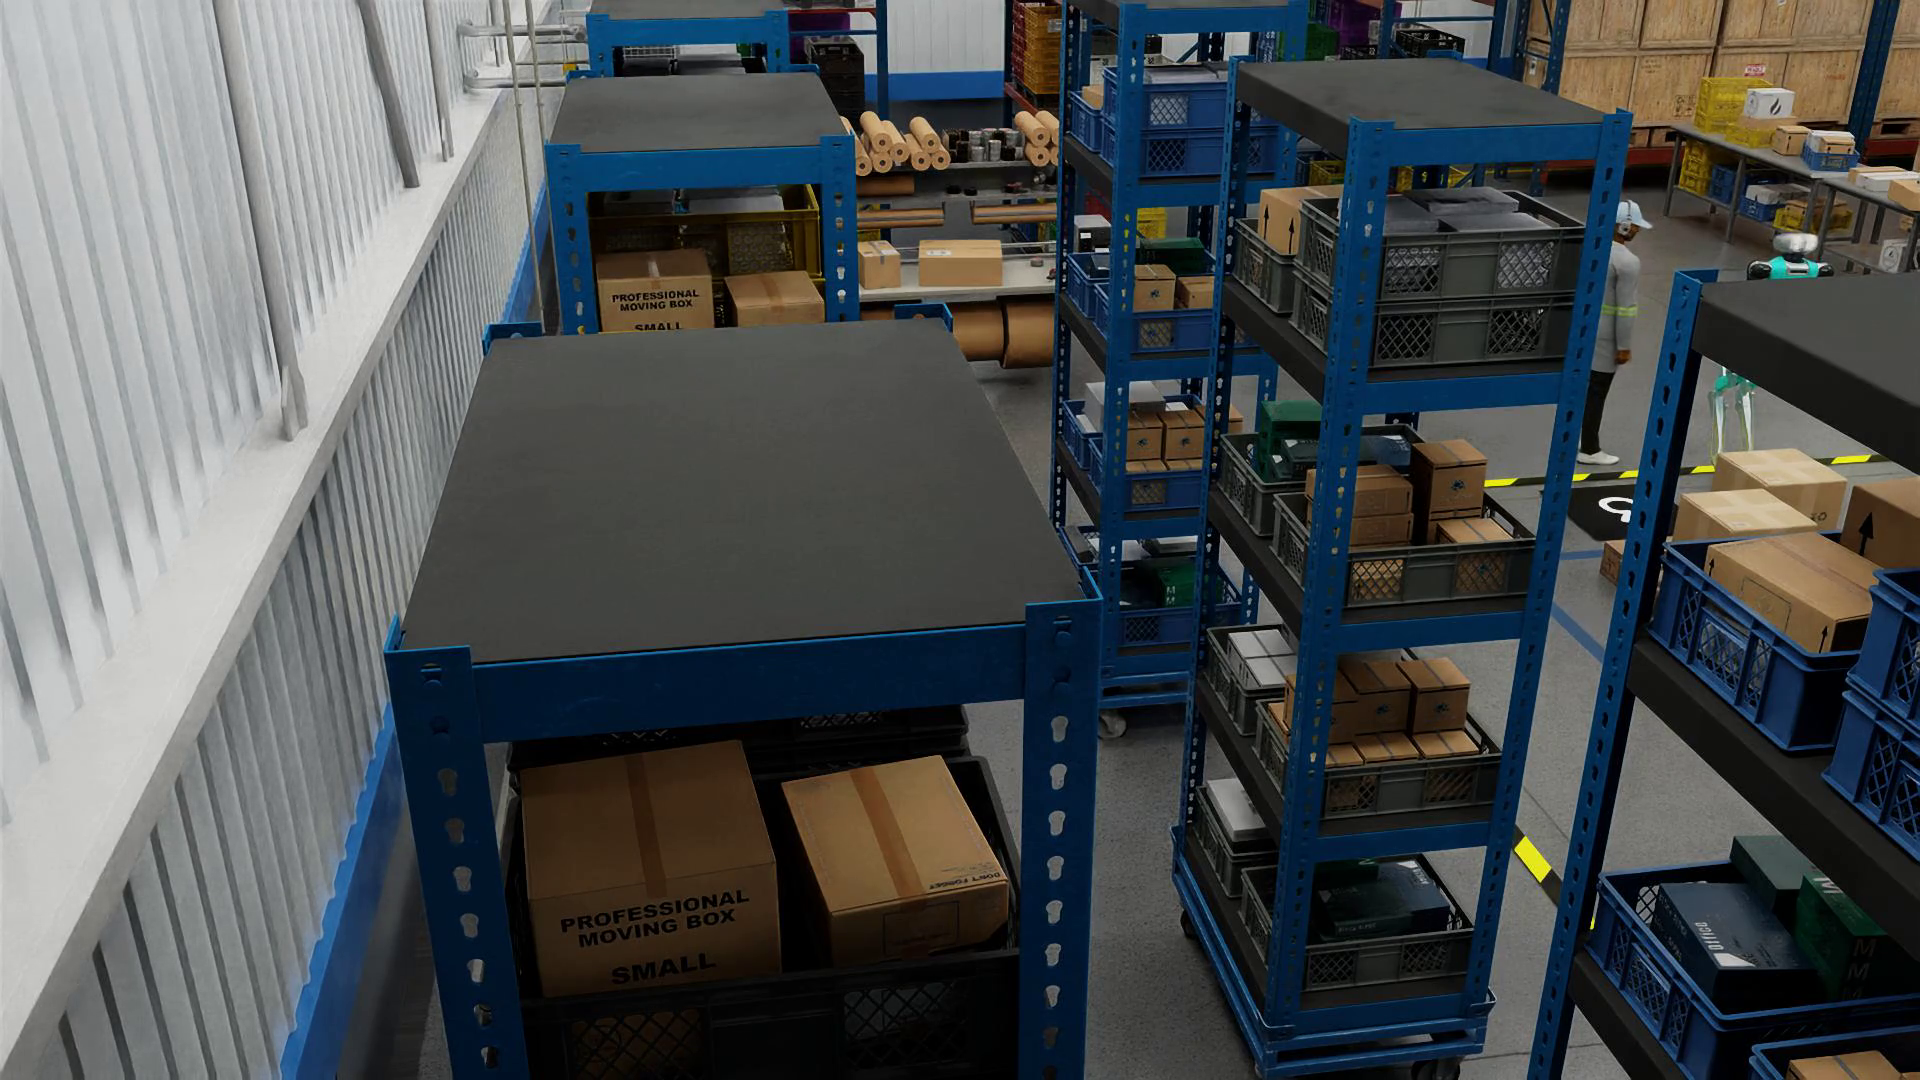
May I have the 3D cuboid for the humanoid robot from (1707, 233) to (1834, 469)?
[{"bbox_3d":[5.366,-1.303,11.208,0.533,1.681,0.735,1,25,2],"label":"humanoid robot"}]

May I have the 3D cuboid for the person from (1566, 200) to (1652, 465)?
[{"bbox_3d":[4.466,-1.436,11.534,0.406,1.846,0.588,-7,26,-15],"label":"person"}]
